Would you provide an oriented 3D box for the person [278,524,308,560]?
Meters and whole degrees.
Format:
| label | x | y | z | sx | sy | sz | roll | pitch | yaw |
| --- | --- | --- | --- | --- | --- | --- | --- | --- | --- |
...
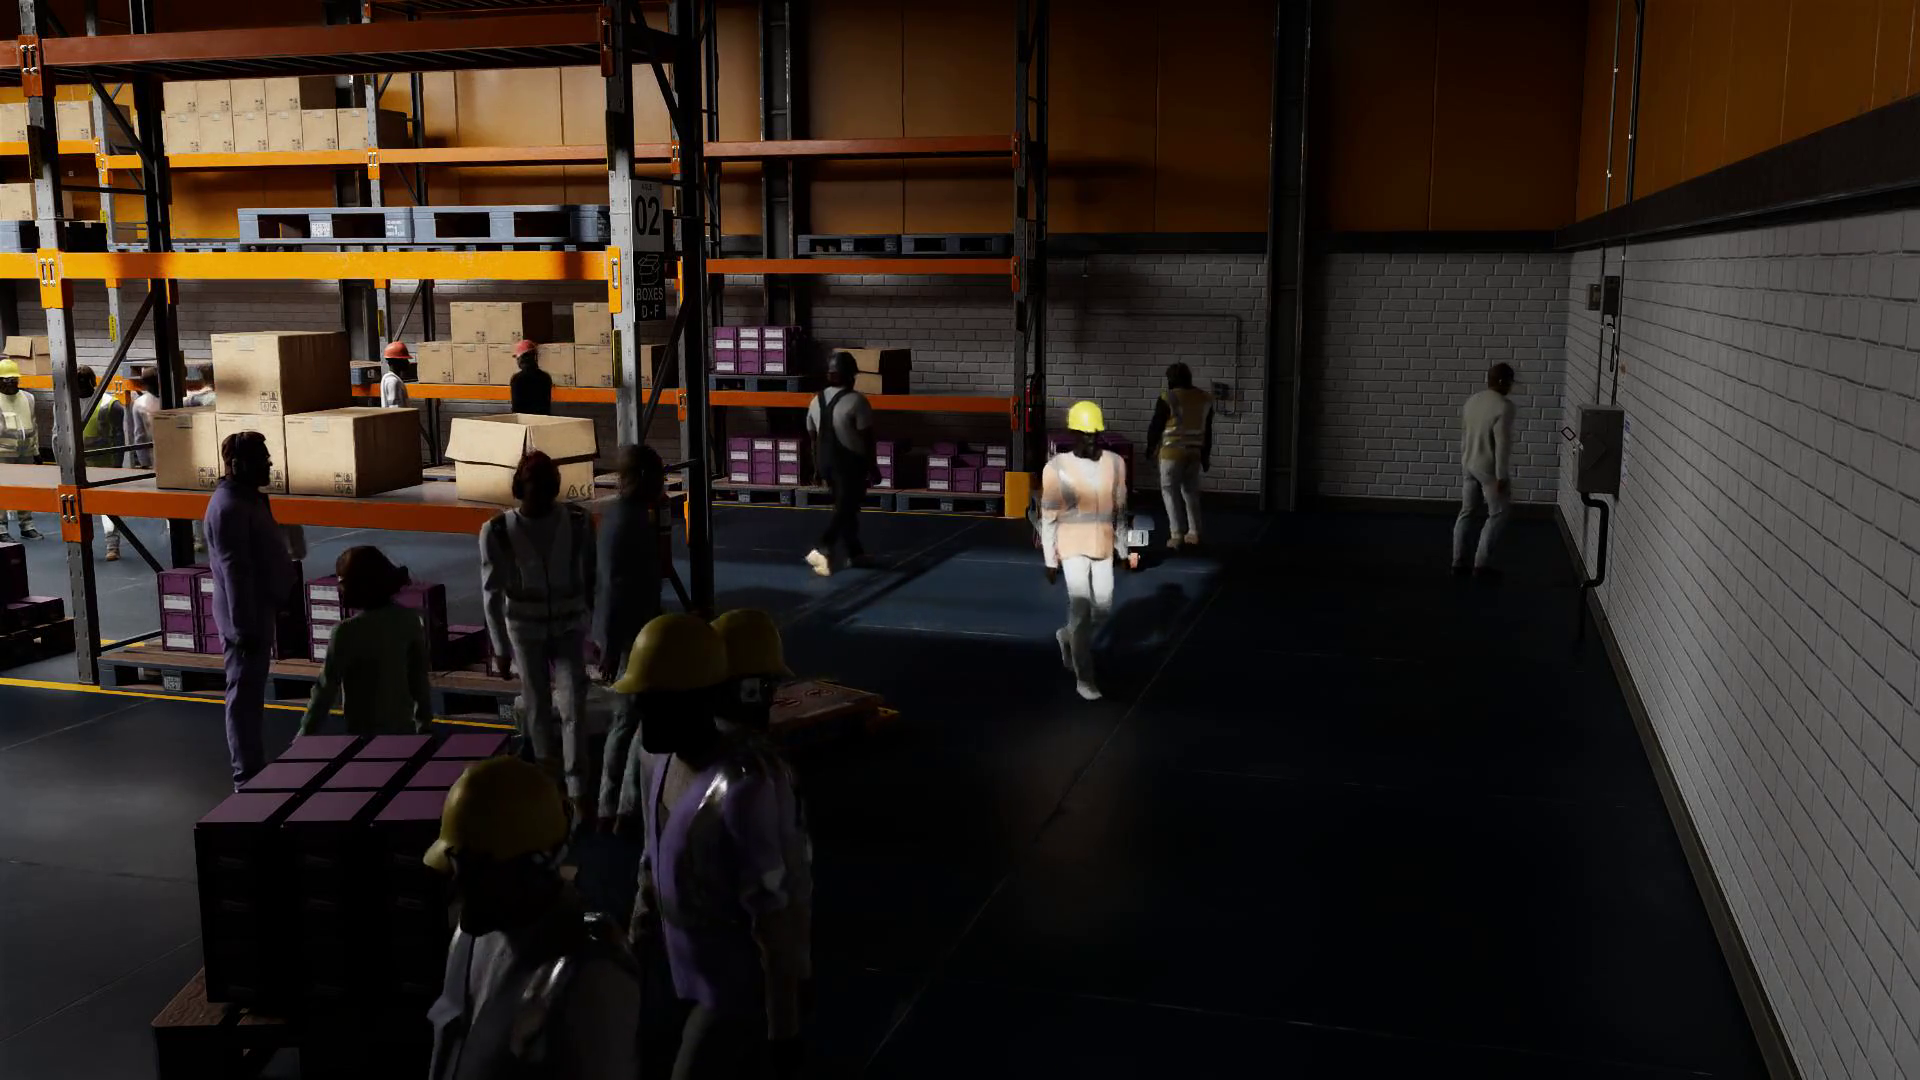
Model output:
| label | x | y | z | sx | sy | sz | roll | pitch | yaw |
| --- | --- | --- | --- | --- | --- | --- | --- | --- | --- |
| person | -5.317 | -0.282 | 12.854 | 0.558 | 1.859 | 0.508 | 4 | 10 | 25 |

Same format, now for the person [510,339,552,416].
| label | x | y | z | sx | sy | sz | roll | pitch | yaw |
| --- | --- | --- | --- | --- | --- | --- | --- | --- | --- |
| person | -4.673 | -1.193 | 18.080 | 0.455 | 1.963 | 0.622 | 6 | 11 | 32 |

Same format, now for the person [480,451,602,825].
| label | x | y | z | sx | sy | sz | roll | pitch | yaw |
| --- | --- | --- | --- | --- | --- | --- | --- | --- | --- |
| person | -2.024 | 0.483 | 8.183 | 0.599 | 1.850 | 0.736 | -3 | 10 | -20 |

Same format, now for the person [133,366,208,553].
| label | x | y | z | sx | sy | sz | roll | pitch | yaw |
| --- | --- | --- | --- | --- | --- | --- | --- | --- | --- |
| person | -7.500 | -0.745 | 15.843 | 0.698 | 1.812 | 0.625 | -2 | 10 | -13 |

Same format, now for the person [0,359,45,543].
| label | x | y | z | sx | sy | sz | roll | pitch | yaw |
| --- | --- | --- | --- | --- | --- | --- | --- | --- | --- |
| person | -9.430 | -0.881 | 16.565 | 0.404 | 1.833 | 0.592 | 5 | 10 | 27 |

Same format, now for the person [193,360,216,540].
| label | x | y | z | sx | sy | sz | roll | pitch | yaw |
| --- | --- | --- | --- | --- | --- | --- | --- | --- | --- |
| person | -7.567 | -0.907 | 16.795 | 0.905 | 1.818 | 0.526 | -8 | 12 | -40 |

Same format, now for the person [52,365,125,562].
| label | x | y | z | sx | sy | sz | roll | pitch | yaw |
| --- | --- | --- | --- | --- | --- | --- | --- | --- | --- |
| person | -8.117 | -0.711 | 15.504 | 0.626 | 1.844 | 0.429 | -2 | 9 | -10 |

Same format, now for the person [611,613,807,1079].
| label | x | y | z | sx | sy | sz | roll | pitch | yaw |
| --- | --- | --- | --- | --- | --- | --- | --- | --- | --- |
| person | -0.648 | 1.110 | 4.287 | 0.976 | 1.881 | 0.609 | -4 | 10 | -25 |

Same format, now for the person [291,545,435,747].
| label | x | y | z | sx | sy | sz | roll | pitch | yaw |
| --- | --- | --- | --- | --- | --- | --- | --- | --- | --- |
| person | -2.526 | 0.807 | 7.043 | 0.906 | 1.575 | 0.499 | 3 | 10 | 15 |

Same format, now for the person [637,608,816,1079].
| label | x | y | z | sx | sy | sz | roll | pitch | yaw |
| --- | --- | --- | --- | --- | --- | --- | --- | --- | --- |
| person | -0.605 | 1.091 | 4.581 | 0.588 | 1.822 | 0.403 | 8 | 12 | 41 |

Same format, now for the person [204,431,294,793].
| label | x | y | z | sx | sy | sz | roll | pitch | yaw |
| --- | --- | --- | --- | --- | --- | --- | --- | --- | --- |
| person | -3.653 | 0.386 | 8.616 | 0.399 | 1.910 | 0.643 | -3 | 10 | -18 |

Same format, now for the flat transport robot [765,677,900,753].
| label | x | y | z | sx | sy | sz | roll | pitch | yaw |
| --- | --- | --- | --- | --- | --- | --- | --- | --- | --- |
| flat transport robot | -1.061 | 1.045 | 9.573 | 0.652 | 0.197 | 1.431 | 8 | 12 | 39 |

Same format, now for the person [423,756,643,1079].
| label | x | y | z | sx | sy | sz | roll | pitch | yaw |
| --- | --- | --- | --- | --- | --- | --- | --- | --- | --- |
| person | -0.802 | 1.292 | 3.458 | 0.900 | 1.799 | 0.600 | -9 | 13 | -44 |

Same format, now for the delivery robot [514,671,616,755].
| label | x | y | z | sx | sy | sz | roll | pitch | yaw |
| --- | --- | --- | --- | --- | --- | --- | --- | --- | --- |
| delivery robot | -2.048 | 0.951 | 8.997 | 0.707 | 0.478 | 0.477 | -2 | 10 | -13 |

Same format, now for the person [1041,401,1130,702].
| label | x | y | z | sx | sy | sz | roll | pitch | yaw |
| --- | --- | --- | --- | --- | --- | --- | --- | --- | --- |
| person | 0.781 | 0.044 | 10.709 | 0.600 | 1.905 | 0.685 | -4 | 10 | -25 |

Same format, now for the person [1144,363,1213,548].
| label | x | y | z | sx | sy | sz | roll | pitch | yaw |
| --- | --- | --- | --- | --- | --- | --- | --- | --- | --- |
| person | 2.132 | -0.827 | 16.312 | 0.634 | 1.810 | 0.541 | -6 | 11 | -31 |

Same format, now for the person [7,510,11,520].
| label | x | y | z | sx | sy | sz | roll | pitch | yaw |
| --- | --- | --- | --- | --- | --- | --- | --- | --- | --- |
| person | -10.649 | -1.075 | 17.774 | 0.801 | 1.818 | 0.510 | -6 | 11 | -34 |

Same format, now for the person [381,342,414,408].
| label | x | y | z | sx | sy | sz | roll | pitch | yaw |
| --- | --- | --- | --- | --- | --- | --- | --- | --- | --- |
| person | -6.095 | -1.187 | 18.114 | 0.361 | 1.935 | 0.553 | -4 | 10 | -22 |

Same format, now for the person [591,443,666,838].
| label | x | y | z | sx | sy | sz | roll | pitch | yaw |
| --- | --- | --- | --- | --- | --- | --- | --- | --- | --- |
| person | -1.572 | 0.493 | 8.025 | 0.486 | 1.892 | 0.703 | -2 | 10 | -12 |

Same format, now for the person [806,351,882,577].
| label | x | y | z | sx | sy | sz | roll | pitch | yaw |
| --- | --- | --- | --- | --- | --- | --- | --- | --- | --- |
| person | -1.084 | -0.708 | 14.879 | 0.688 | 2.000 | 0.946 | 9 | 13 | 44 |

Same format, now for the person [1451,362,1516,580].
| label | x | y | z | sx | sy | sz | roll | pitch | yaw |
| --- | --- | --- | --- | --- | --- | --- | --- | --- | --- |
| person | 4.631 | -0.607 | 14.663 | 0.449 | 1.915 | 0.659 | -4 | 10 | -22 |
